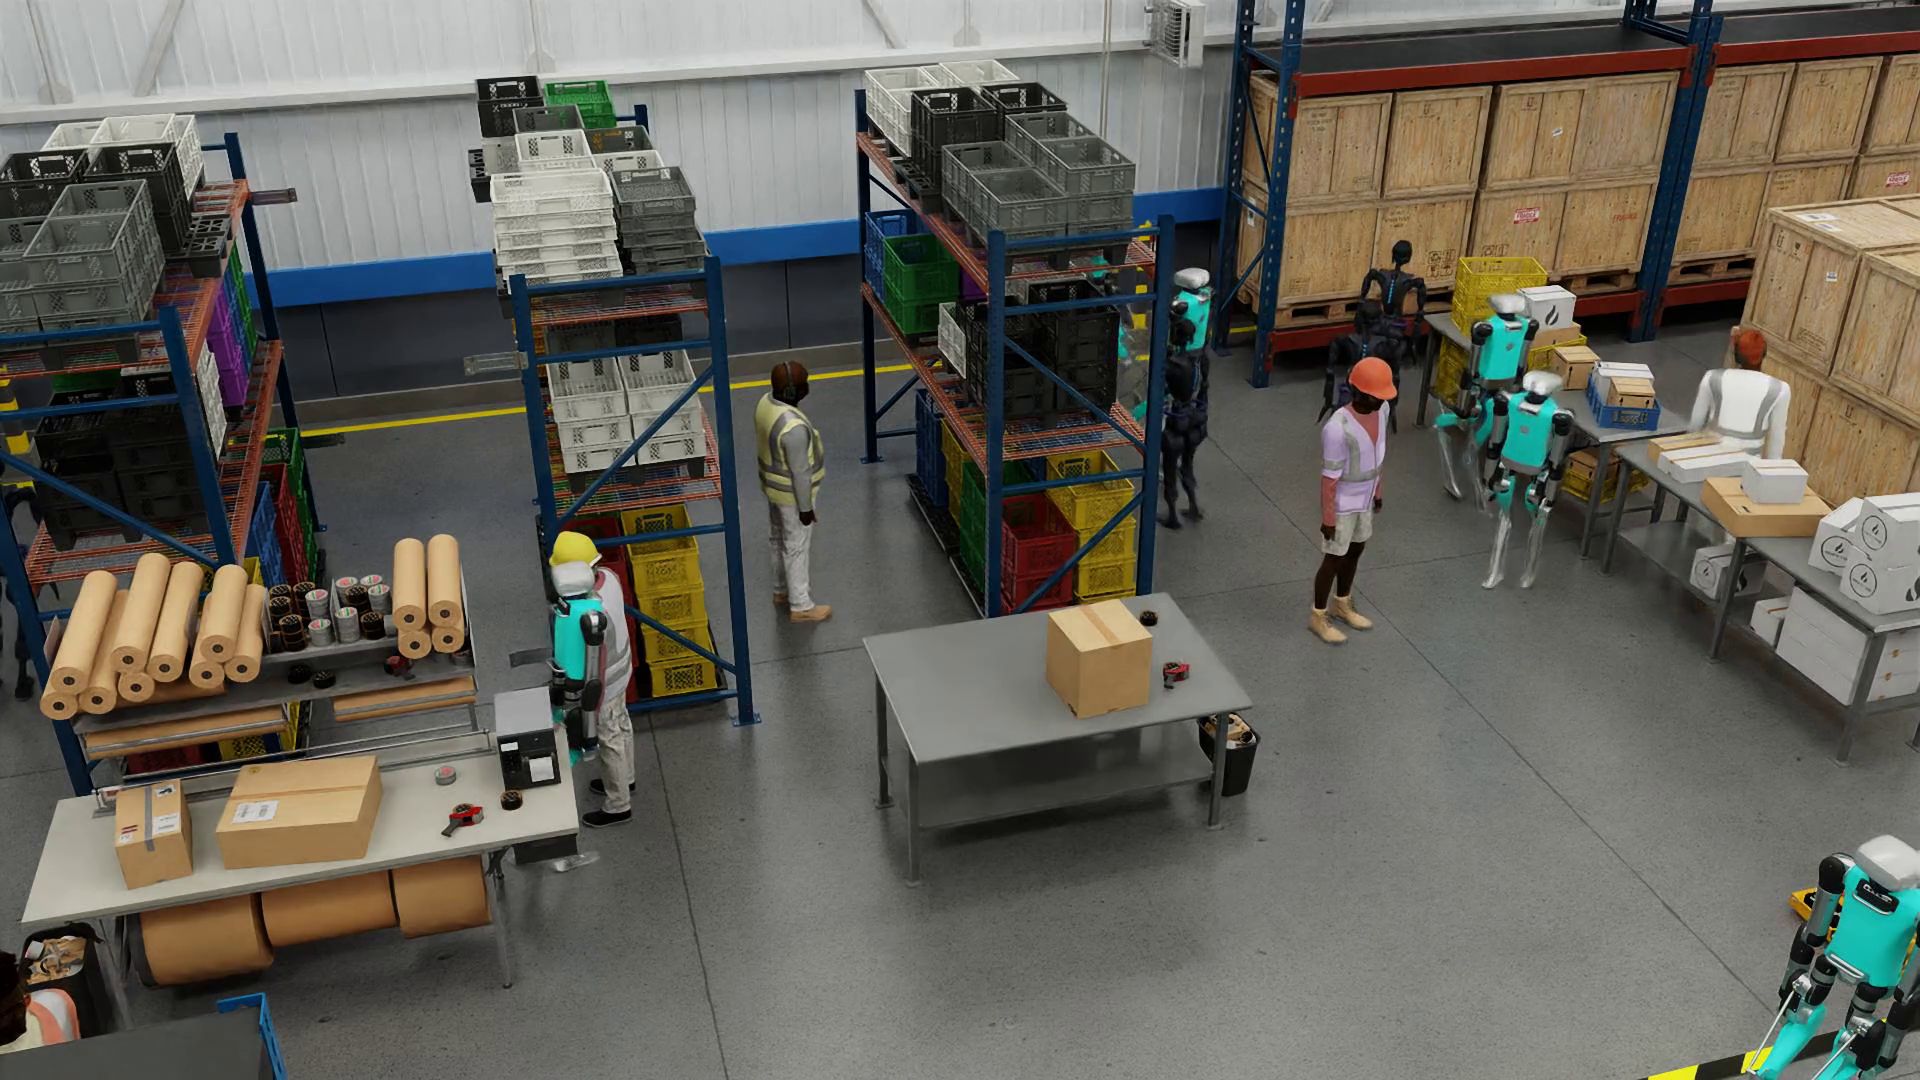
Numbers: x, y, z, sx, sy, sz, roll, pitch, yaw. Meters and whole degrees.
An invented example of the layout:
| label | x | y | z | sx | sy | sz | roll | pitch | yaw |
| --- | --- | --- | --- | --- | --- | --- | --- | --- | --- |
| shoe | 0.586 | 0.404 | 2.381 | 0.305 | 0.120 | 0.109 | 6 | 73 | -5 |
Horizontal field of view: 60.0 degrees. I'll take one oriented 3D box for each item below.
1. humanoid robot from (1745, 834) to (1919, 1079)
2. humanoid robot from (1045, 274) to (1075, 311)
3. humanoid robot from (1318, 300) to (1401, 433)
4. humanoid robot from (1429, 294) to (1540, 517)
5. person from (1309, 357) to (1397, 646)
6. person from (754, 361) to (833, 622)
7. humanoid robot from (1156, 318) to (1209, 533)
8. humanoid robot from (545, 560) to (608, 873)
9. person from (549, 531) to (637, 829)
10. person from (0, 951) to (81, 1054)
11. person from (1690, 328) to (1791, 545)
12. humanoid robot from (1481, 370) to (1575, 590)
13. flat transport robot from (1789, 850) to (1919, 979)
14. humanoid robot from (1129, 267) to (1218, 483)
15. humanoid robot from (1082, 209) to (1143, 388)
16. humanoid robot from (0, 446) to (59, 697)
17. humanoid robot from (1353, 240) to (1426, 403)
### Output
| label | x | y | z | sx | sy | sz | roll | pitch | yaw |
| --- | --- | --- | --- | --- | --- | --- | --- | --- | --- |
| humanoid robot | 3.503 | 2.013 | 6.835 | 0.735 | 1.677 | 0.533 | -16 | 33 | -27 |
| humanoid robot | 0.766 | -1.641 | 13.689 | 0.362 | 1.638 | 0.601 | 23 | 36 | 36 |
| humanoid robot | 3.005 | -0.983 | 12.508 | 0.603 | 1.632 | 0.687 | 8 | 30 | 14 |
| humanoid robot | 3.900 | -1.056 | 12.583 | 0.547 | 1.804 | 0.814 | -9 | 30 | -15 |
| person | 2.560 | -0.253 | 10.801 | 0.609 | 2.031 | 0.403 | -25 | 37 | -37 |
| person | -1.120 | -0.334 | 11.136 | 0.431 | 1.843 | 0.622 | -14 | 32 | -23 |
| humanoid robot | 1.617 | -0.844 | 12.230 | 0.613 | 1.658 | 0.305 | -21 | 35 | -33 |
| humanoid robot | -2.230 | 0.995 | 8.815 | 0.849 | 1.743 | 0.559 | -17 | 33 | -28 |
| person | -2.007 | 0.765 | 9.152 | 0.404 | 1.826 | 0.588 | 0 | 29 | 0 |
| person | -3.406 | 2.301 | 6.212 | 0.367 | 1.966 | 0.602 | 10 | 30 | 17 |
| person | 5.380 | -0.601 | 11.592 | 0.618 | 1.864 | 0.458 | 15 | 32 | 26 |
| humanoid robot | 3.903 | -0.386 | 11.391 | 0.556 | 1.820 | 0.774 | 21 | 35 | 33 |
| flat transport robot | 5.163 | 1.916 | 8.676 | 1.431 | 0.231 | 0.659 | -8 | 30 | -14 |
| humanoid robot | 1.591 | -1.320 | 12.998 | 0.685 | 1.757 | 0.535 | 23 | 36 | 36 |
| humanoid robot | 1.342 | -1.964 | 14.217 | 0.670 | 1.800 | 0.547 | 12 | 31 | 21 |
| humanoid robot | -5.971 | 0.200 | 10.348 | 0.638 | 1.624 | 0.464 | -8 | 30 | -14 |
| humanoid robot | 3.499 | -1.677 | 13.771 | 0.594 | 1.635 | 0.600 | 12 | 31 | 20 |
